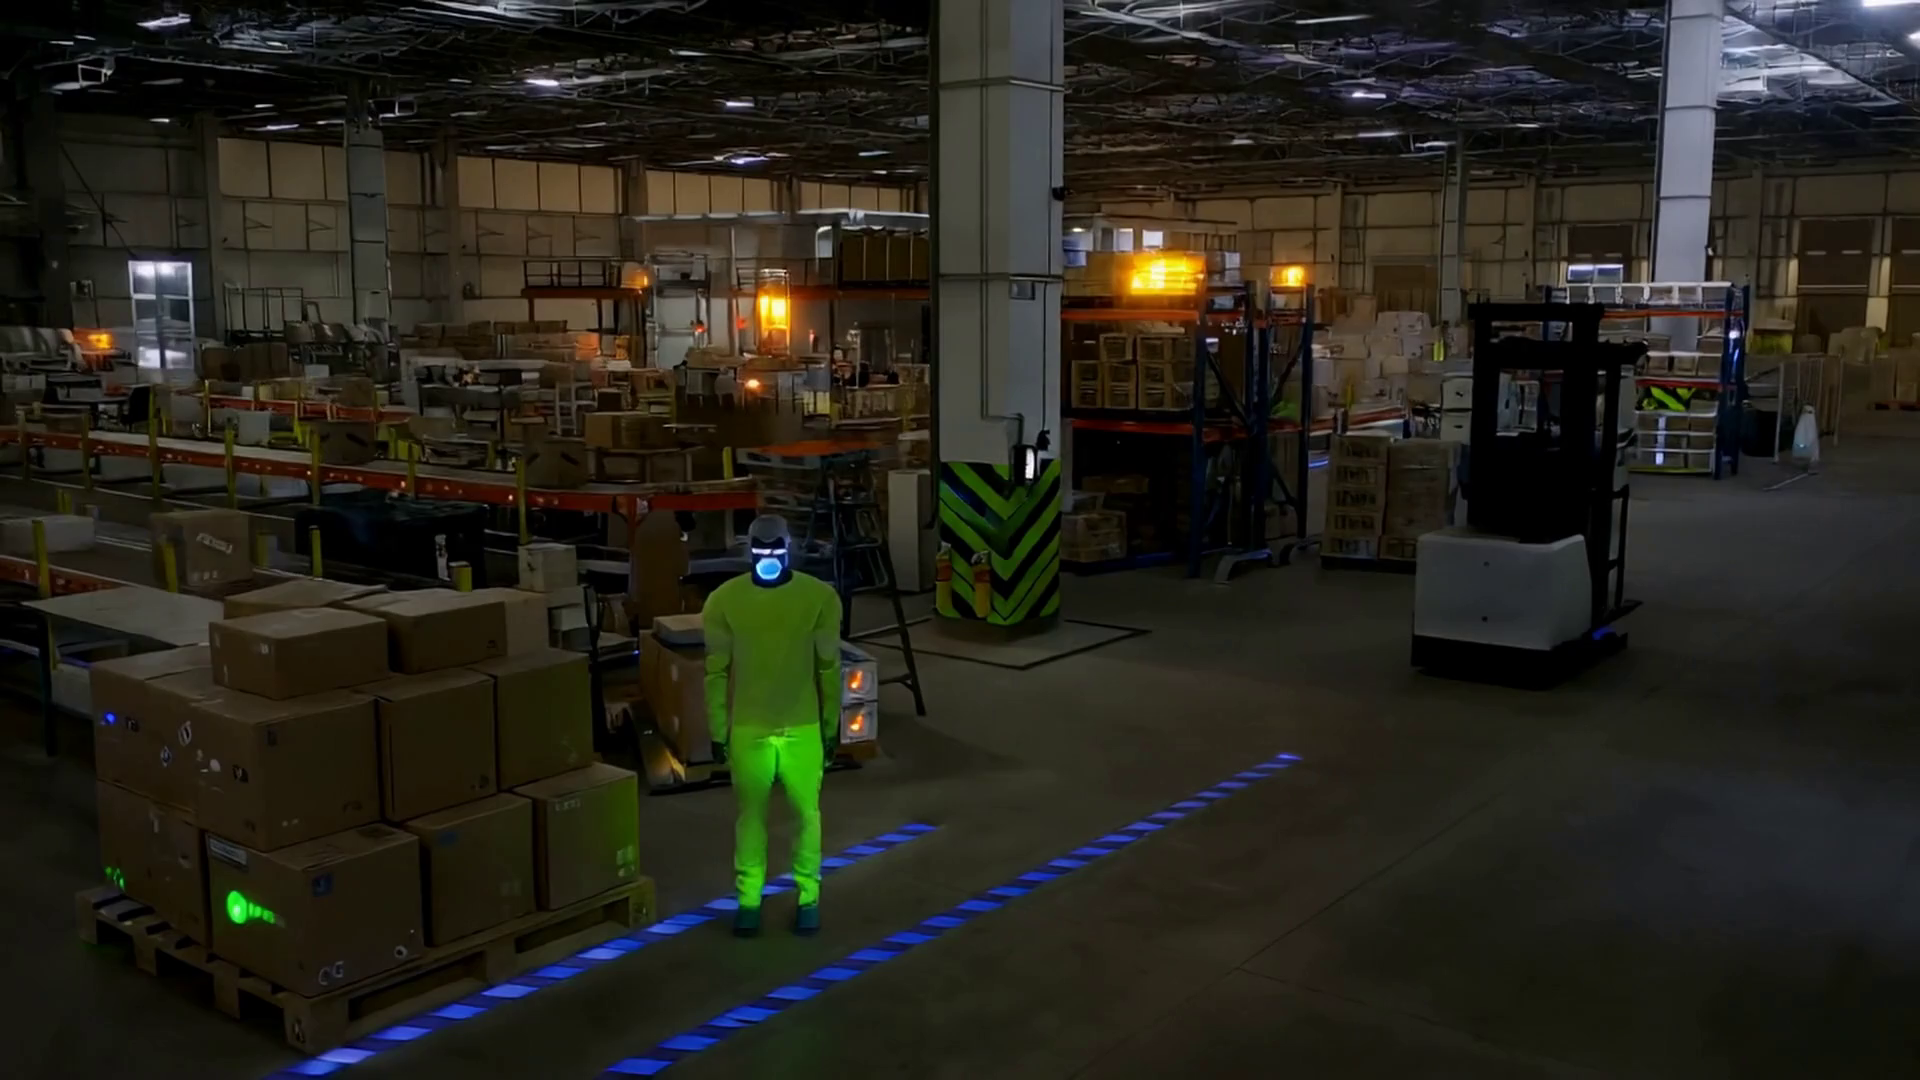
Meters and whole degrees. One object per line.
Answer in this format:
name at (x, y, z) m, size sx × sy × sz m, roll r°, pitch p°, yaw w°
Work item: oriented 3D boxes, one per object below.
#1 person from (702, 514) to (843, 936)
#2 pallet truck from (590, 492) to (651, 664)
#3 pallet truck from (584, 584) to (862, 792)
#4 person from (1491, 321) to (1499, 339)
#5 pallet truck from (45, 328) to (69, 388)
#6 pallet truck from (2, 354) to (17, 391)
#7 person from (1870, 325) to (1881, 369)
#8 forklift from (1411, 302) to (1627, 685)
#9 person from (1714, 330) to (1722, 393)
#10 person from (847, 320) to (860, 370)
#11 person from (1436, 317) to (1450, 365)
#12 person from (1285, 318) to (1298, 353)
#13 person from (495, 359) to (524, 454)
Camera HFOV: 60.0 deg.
person at (-0.836, 0.834, 7.492) m, size 0.623 × 1.932 × 0.372 m, roll -1°, pitch 8°, yaw -6°
pallet truck at (-3.115, 0.344, 12.883) m, size 0.653 × 1.274 × 1.630 m, roll 7°, pitch 11°, yaw 37°
pallet truck at (-1.426, 0.805, 10.019) m, size 1.601 × 1.201 × 0.680 m, roll -4°, pitch 9°, yaw -26°
person at (18.943, -6.862, 59.129) m, size 0.393 × 1.992 × 0.622 m, roll 0°, pitch 8°, yaw -3°
pallet truck at (-23.775, -4.544, 43.495) m, size 1.885 × 1.965 × 0.823 m, roll 6°, pitch 10°, yaw 35°
pallet truck at (-24.881, -4.417, 42.634) m, size 1.885 × 1.965 × 0.823 m, roll 8°, pitch 11°, yaw 41°
person at (35.280, -7.441, 64.031) m, size 0.321 × 1.696 × 0.536 m, roll 7°, pitch 11°, yaw 38°
forklift at (4.379, -0.438, 12.852) m, size 1.129 × 2.768 × 1.873 m, roll 7°, pitch 11°, yaw 37°
person at (21.781, -5.156, 48.160) m, size 0.788 × 1.847 × 0.514 m, roll 0°, pitch 8°, yaw 2°
person at (-4.003, -7.319, 62.583) m, size 0.574 × 1.883 × 0.355 m, roll -6°, pitch 11°, yaw -37°
person at (19.626, -8.083, 67.546) m, size 0.372 × 1.940 × 0.632 m, roll -6°, pitch 10°, yaw -34°
person at (16.198, -10.064, 81.256) m, size 0.635 × 1.830 × 0.449 m, roll 0°, pitch 8°, yaw -3°
person at (-7.936, -2.296, 29.183) m, size 0.641 × 1.749 × 0.529 m, roll -5°, pitch 10°, yaw -28°
